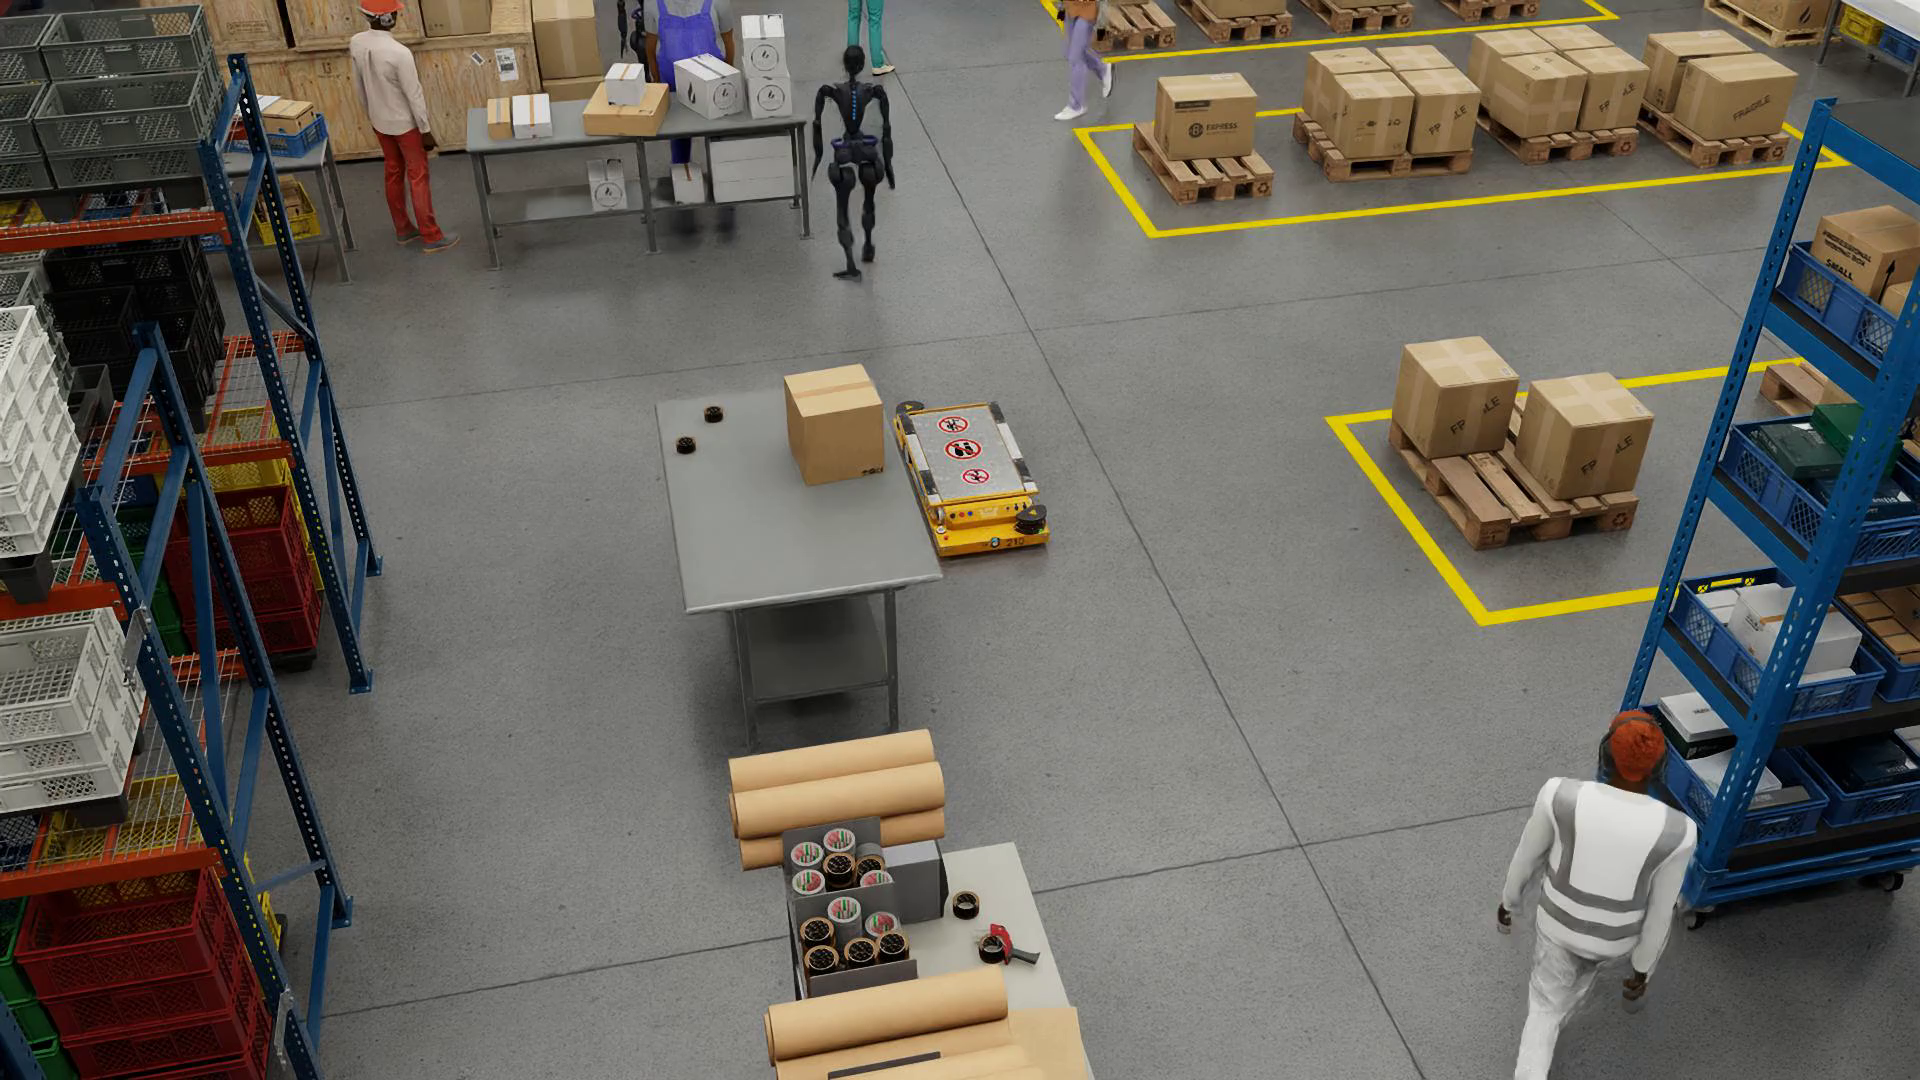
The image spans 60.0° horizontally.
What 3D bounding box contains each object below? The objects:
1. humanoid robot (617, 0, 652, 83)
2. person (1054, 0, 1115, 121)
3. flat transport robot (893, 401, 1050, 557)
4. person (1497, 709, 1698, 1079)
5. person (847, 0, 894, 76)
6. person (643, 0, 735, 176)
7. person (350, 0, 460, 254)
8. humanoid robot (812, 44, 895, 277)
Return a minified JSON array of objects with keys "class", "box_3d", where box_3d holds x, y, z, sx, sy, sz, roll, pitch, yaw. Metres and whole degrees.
[{"class":"humanoid robot","box_3d":[-2.621,-4.303,14.153,0.579,1.651,0.307,8,37,10]},{"class":"person","box_3d":[1.118,-4.613,14.397,0.677,1.891,0.635,-22,42,-26]},{"class":"flat transport robot","box_3d":[0.046,-0.430,10.108,0.652,0.197,1.431,-8,37,-10]},{"class":"person","box_3d":[2.334,1.489,6.258,0.585,1.828,0.956,11,38,15]},{"class":"person","box_3d":[-0.855,-5.156,15.228,0.532,1.766,0.324,18,40,23]},{"class":"person","box_3d":[-2.079,-3.603,12.913,0.686,2.000,0.536,-2,37,-3]},{"class":"person","box_3d":[-4.122,-3.090,12.261,0.618,1.992,0.394,21,41,25]},{"class":"humanoid robot","box_3d":[-0.767,-2.727,12.069,0.593,1.637,0.582,-8,37,-10]}]
